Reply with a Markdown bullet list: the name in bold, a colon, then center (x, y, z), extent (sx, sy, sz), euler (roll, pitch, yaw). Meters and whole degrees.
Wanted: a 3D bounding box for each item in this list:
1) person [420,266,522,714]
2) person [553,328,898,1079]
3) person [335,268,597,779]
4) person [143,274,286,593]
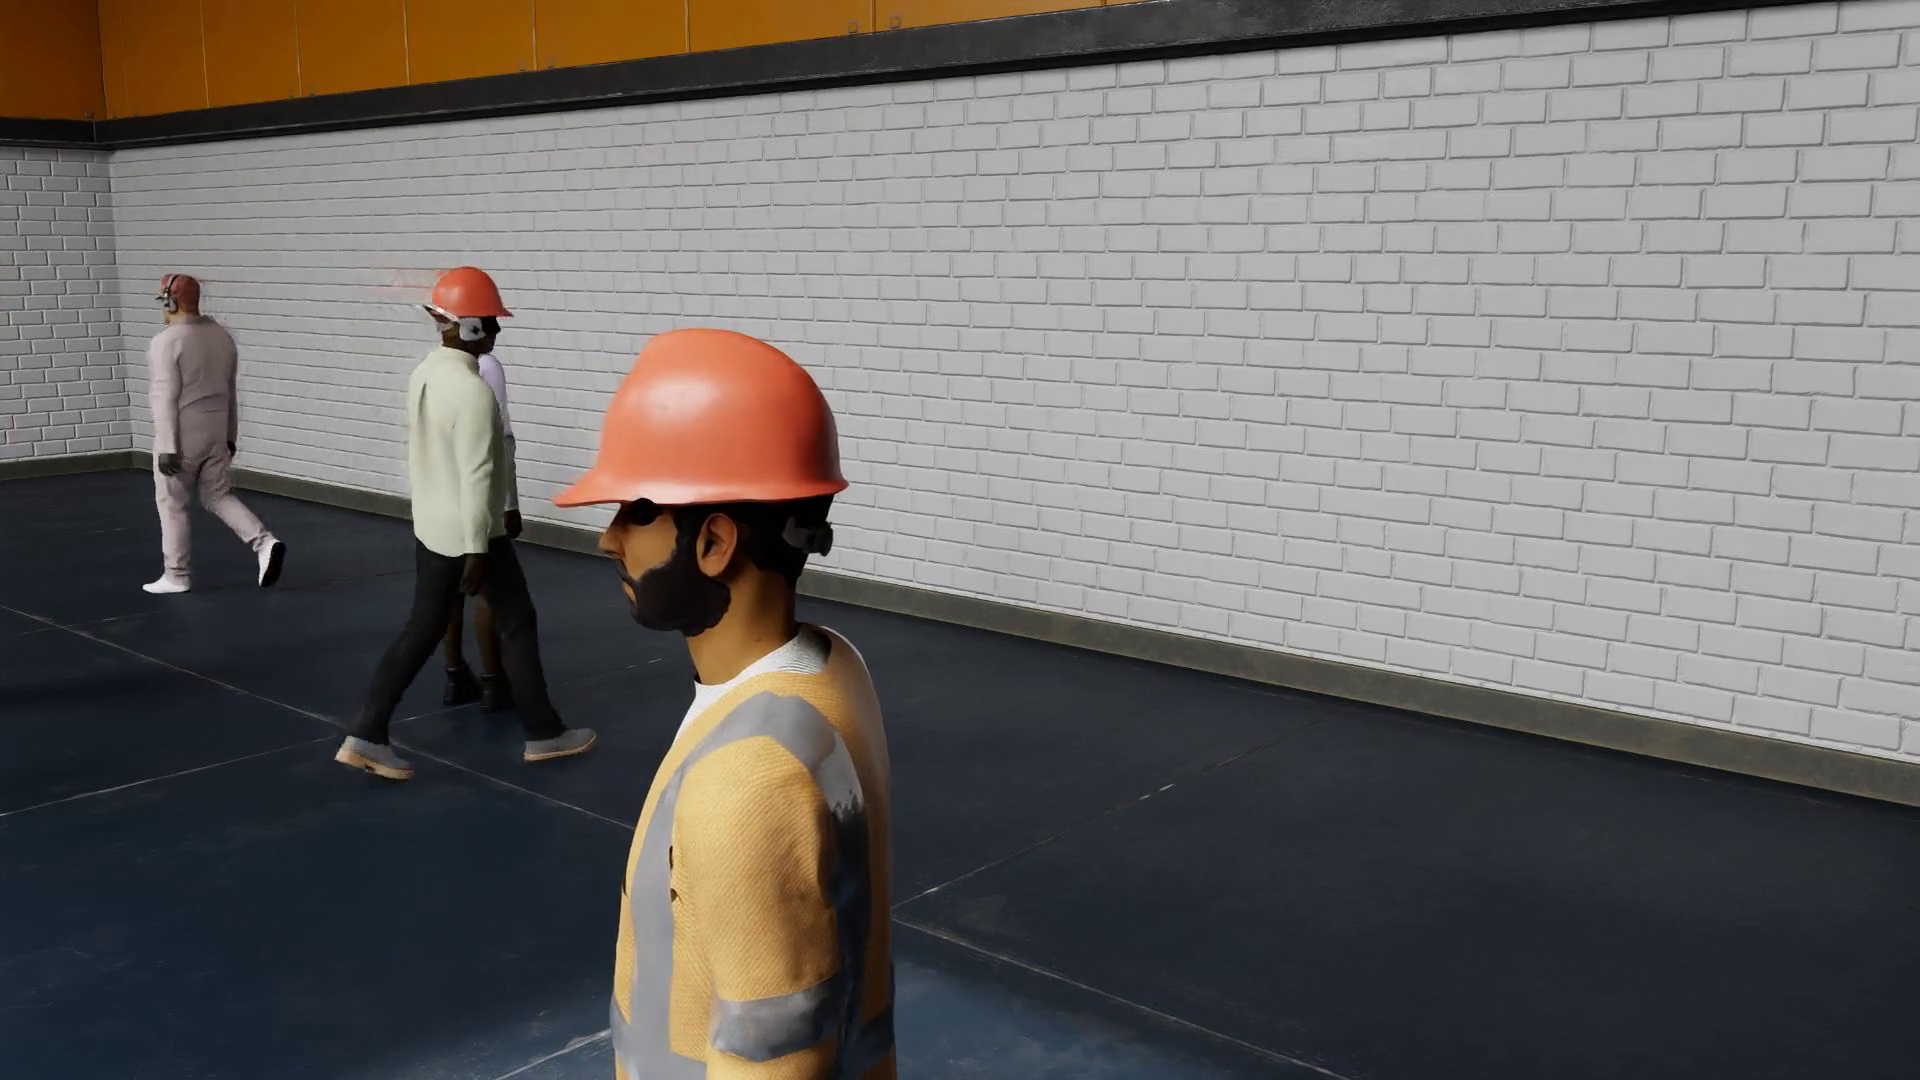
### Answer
- **person**: center (-2.113, -0.211, 7.267), extent (0.545, 1.942, 0.350), euler (7, 12, 35)
- **person**: center (-0.245, 0.737, 1.876), extent (0.356, 1.938, 0.543), euler (0, 10, -1)
- **person**: center (-1.937, -0.051, 6.344), extent (0.992, 1.957, 0.621), euler (-9, 14, -43)
- **person**: center (-4.406, -0.603, 9.672), extent (0.799, 1.880, 0.653), euler (3, 10, 15)
